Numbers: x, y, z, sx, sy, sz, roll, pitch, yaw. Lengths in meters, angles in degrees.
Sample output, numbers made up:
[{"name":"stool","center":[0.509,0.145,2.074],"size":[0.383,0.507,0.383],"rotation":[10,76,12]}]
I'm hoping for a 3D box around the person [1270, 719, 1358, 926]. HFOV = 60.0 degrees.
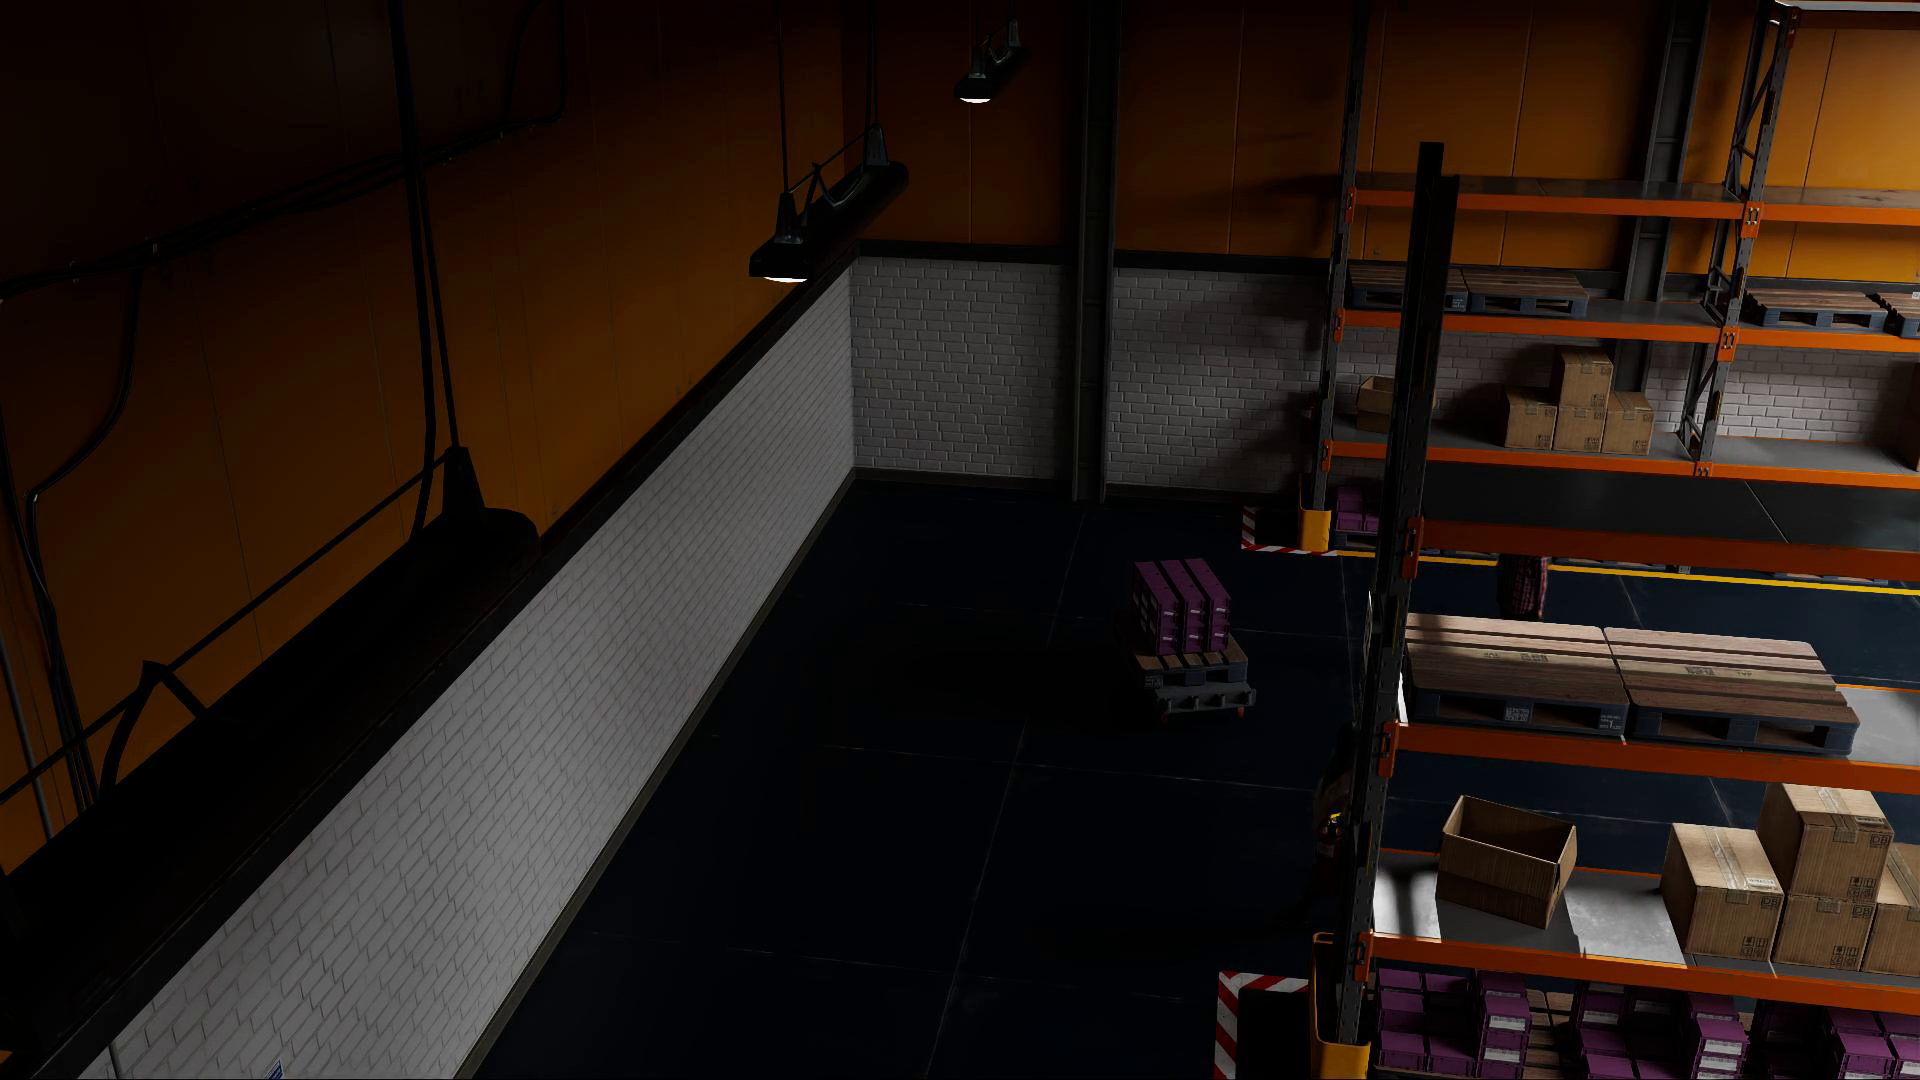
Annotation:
[{"name":"person","center":[2.929,2.065,12.182],"size":[1.282,1.842,0.939],"rotation":[-1,24,-2]}]
